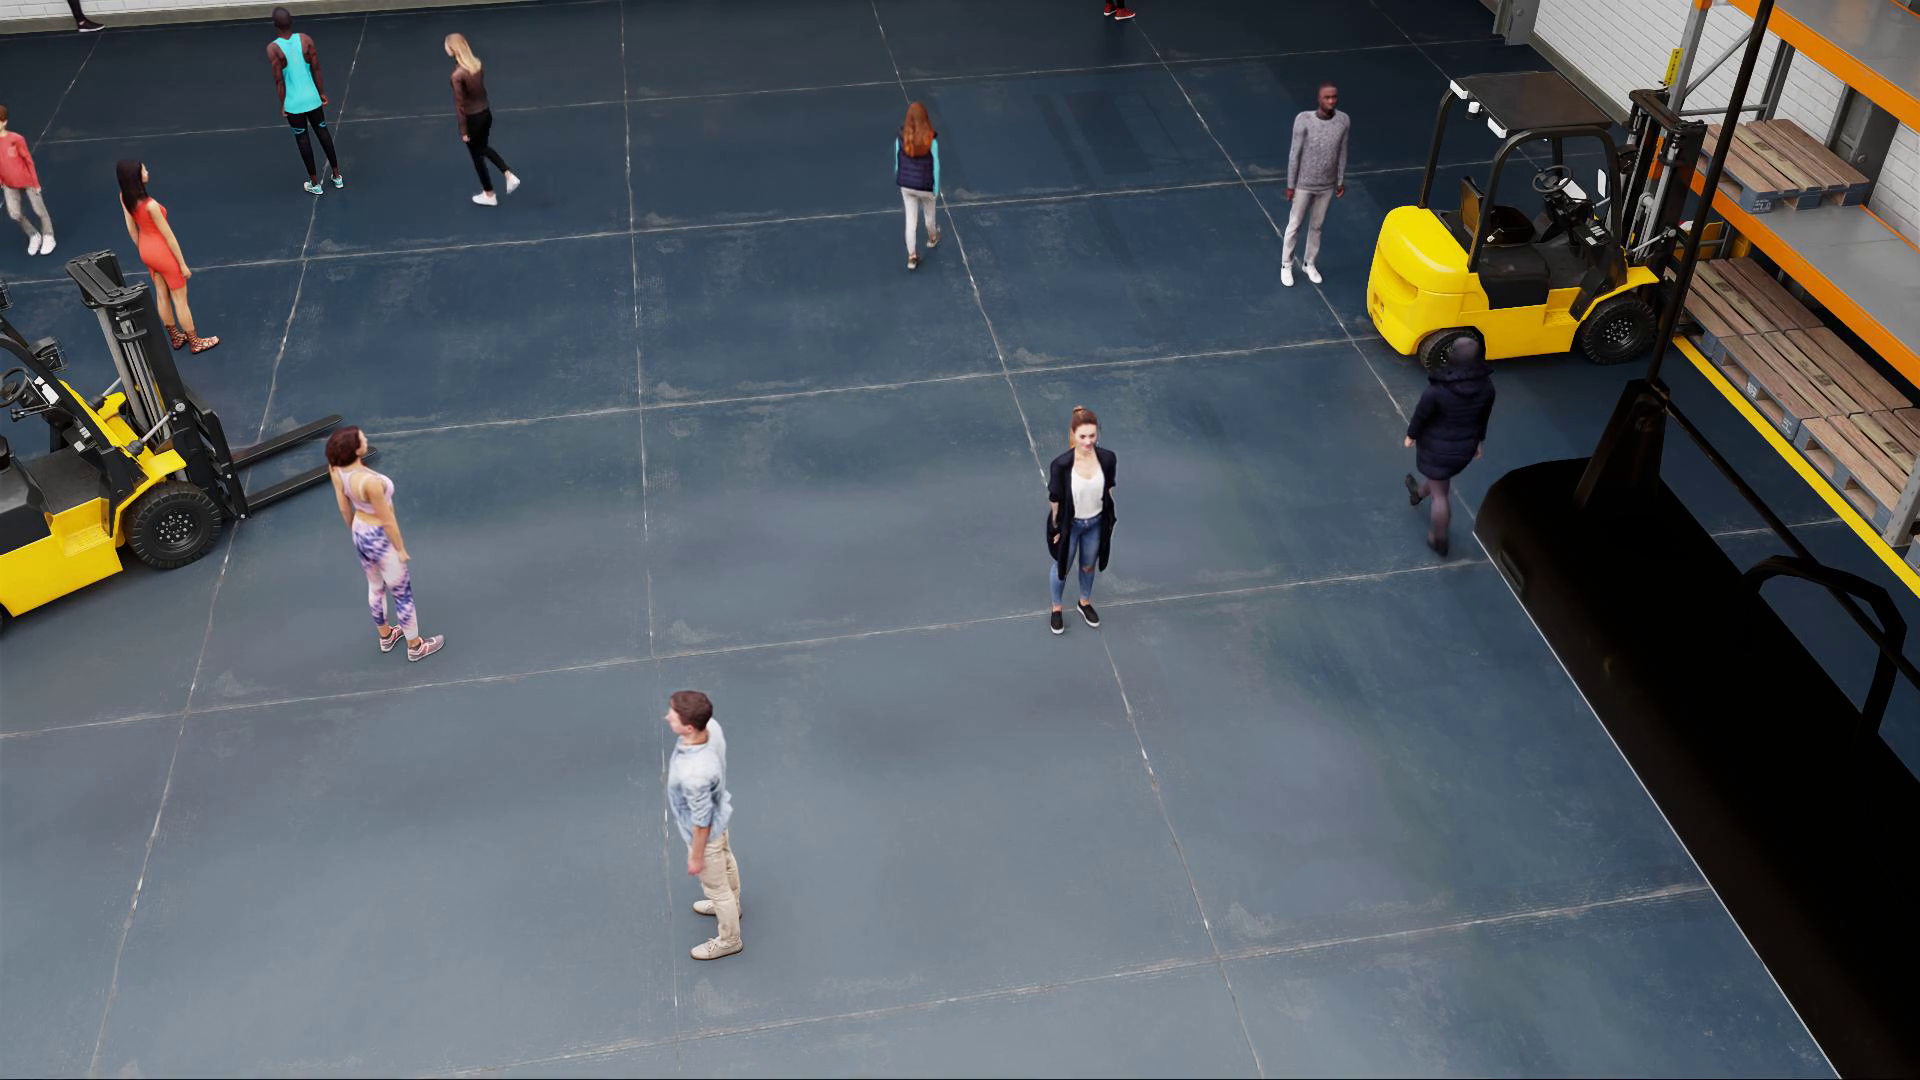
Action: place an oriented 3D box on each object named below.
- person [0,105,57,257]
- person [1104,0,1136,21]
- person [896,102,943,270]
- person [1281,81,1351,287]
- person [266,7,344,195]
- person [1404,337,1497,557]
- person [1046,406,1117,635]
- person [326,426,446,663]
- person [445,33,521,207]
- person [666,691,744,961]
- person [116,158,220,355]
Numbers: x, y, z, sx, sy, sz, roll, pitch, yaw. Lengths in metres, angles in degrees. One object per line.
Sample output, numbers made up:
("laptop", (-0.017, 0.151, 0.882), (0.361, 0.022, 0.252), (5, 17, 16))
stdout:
("person", (-8.458, -3.276, 14.998), (0.553, 1.413, 0.530), (-1, 39, -2))
("person", (1.874, -6.931, 19.365), (0.736, 1.674, 0.621), (-28, 46, -30))
("person", (-0.392, -3.116, 14.749), (0.814, 1.473, 0.981), (11, 40, 13))
("person", (3.076, -3.110, 14.449), (0.677, 1.839, 0.517), (-6, 39, -8))
("person", (-6.249, -4.175, 15.805), (0.691, 1.811, 0.688), (-28, 46, -30))
("person", (3.391, -0.608, 11.479), (0.697, 1.635, 1.020), (-8, 39, -10))
("person", (0.775, -0.129, 10.841), (0.637, 1.684, 0.568), (-9, 39, -11))
("person", (-3.706, 0.013, 10.597), (0.673, 1.766, 0.717), (20, 43, 23))
("person", (-4.453, -3.910, 15.569), (0.844, 1.691, 0.799), (12, 40, 15))
("person", (-1.325, 1.477, 8.699), (0.739, 1.847, 0.537), (-1, 39, -1))
("person", (-6.511, -2.309, 13.542), (0.673, 1.719, 0.700), (17, 42, 20))
